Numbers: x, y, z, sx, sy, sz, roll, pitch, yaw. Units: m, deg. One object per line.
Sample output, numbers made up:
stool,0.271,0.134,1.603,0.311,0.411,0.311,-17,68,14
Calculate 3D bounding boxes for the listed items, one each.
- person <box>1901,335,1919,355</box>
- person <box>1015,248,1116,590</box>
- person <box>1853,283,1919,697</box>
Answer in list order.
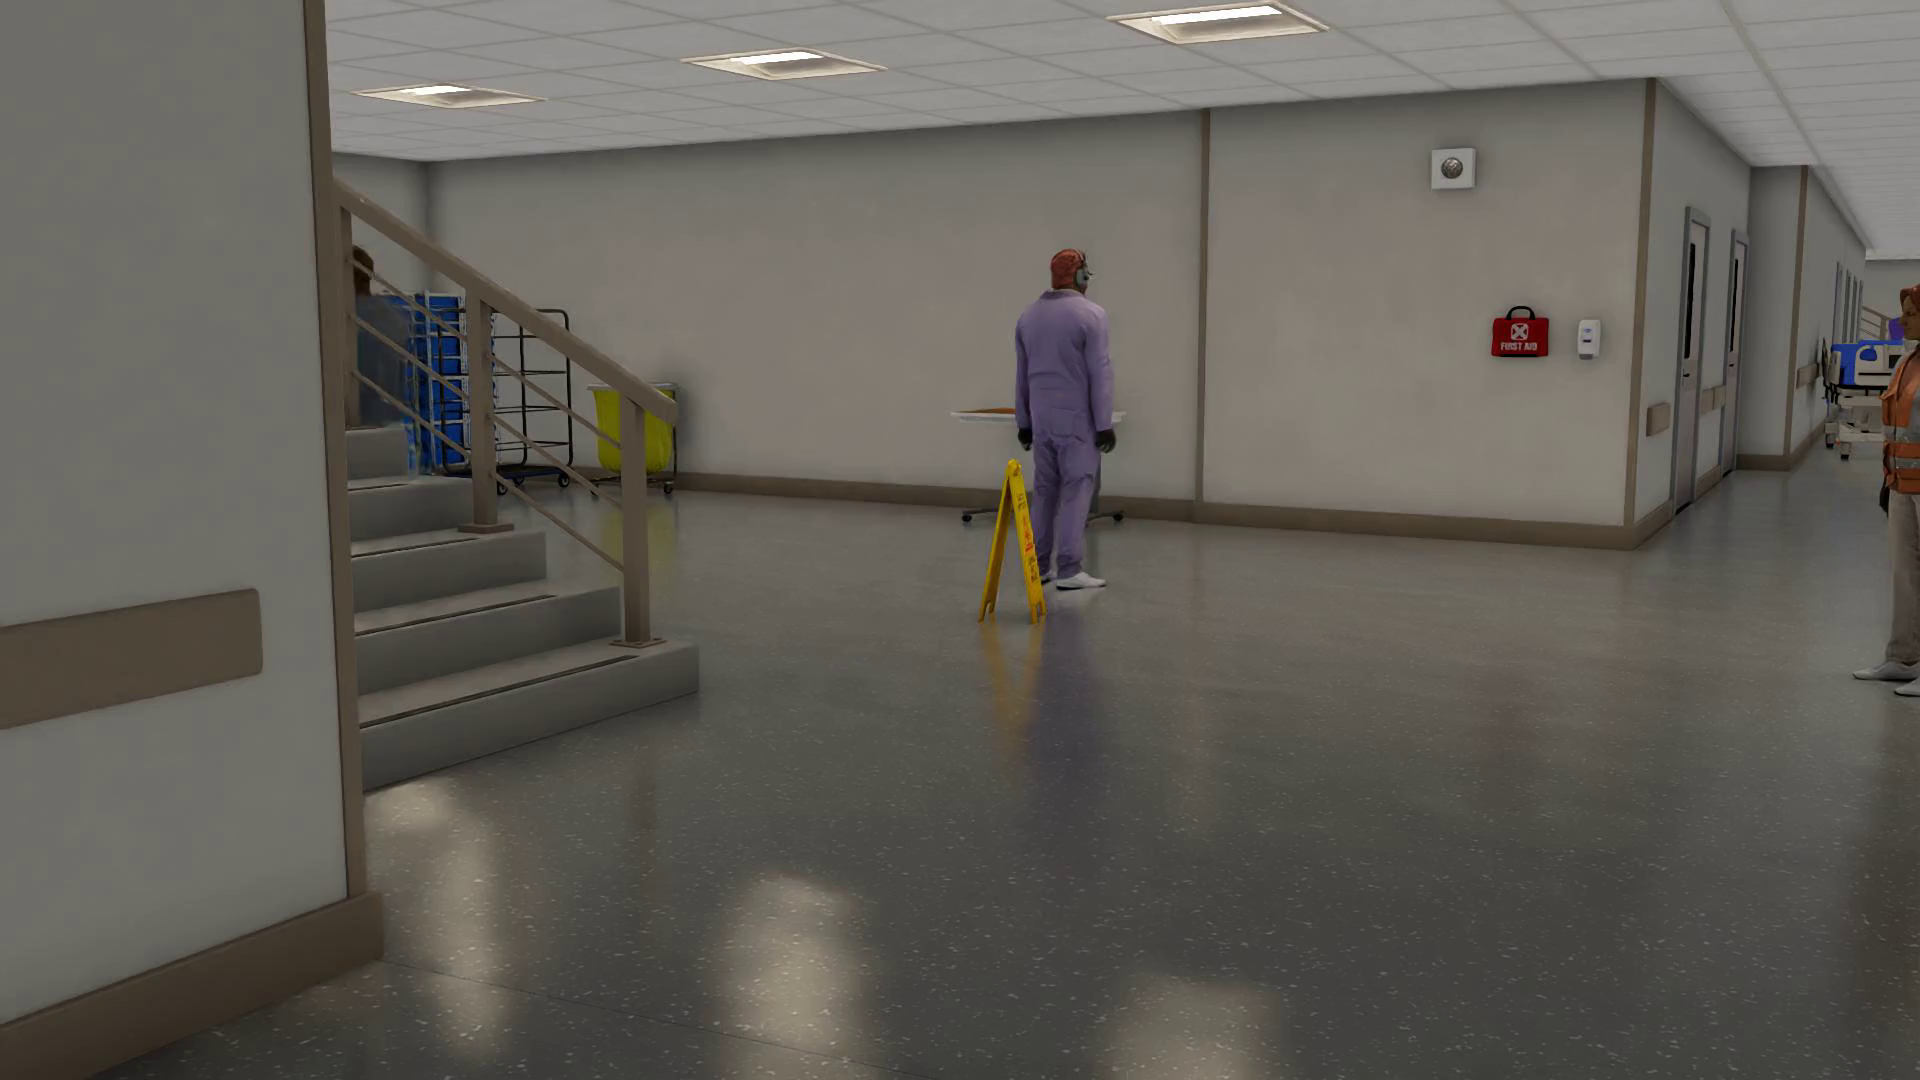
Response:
person,4.701,-0.442,7.806,0.403,1.824,0.591,-3,8,-21
person,0.604,-0.674,9.307,0.397,1.895,0.662,-6,10,-41
person,3.831,-0.199,6.614,0.311,1.638,0.521,0,7,2
